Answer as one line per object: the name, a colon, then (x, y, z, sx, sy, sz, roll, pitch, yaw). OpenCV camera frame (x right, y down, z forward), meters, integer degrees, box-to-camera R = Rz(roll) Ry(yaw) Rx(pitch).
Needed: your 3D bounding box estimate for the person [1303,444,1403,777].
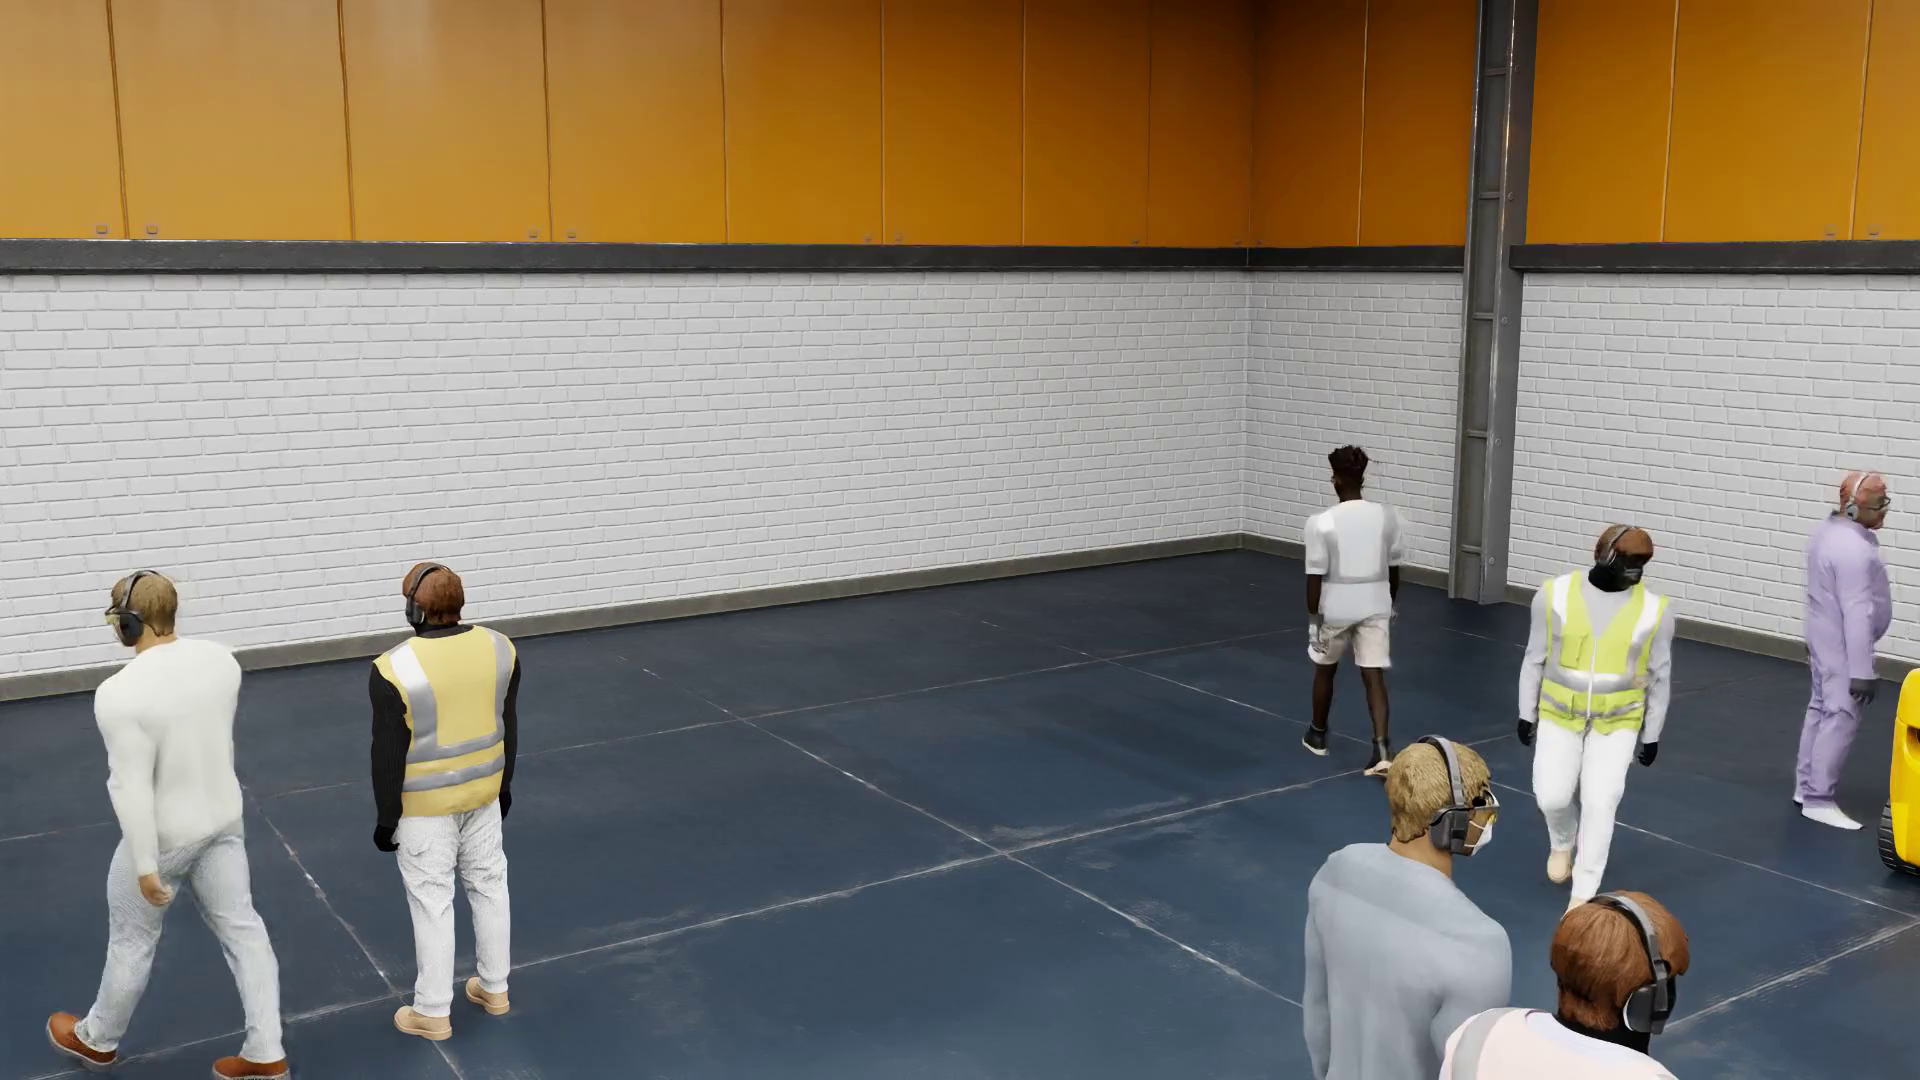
person: (2.302, 0.399, 9.748, 0.616, 1.933, 0.943, 0, 9, -1)

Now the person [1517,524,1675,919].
person: (2.875, 0.821, 7.571, 0.644, 1.805, 0.599, 4, 10, 24)

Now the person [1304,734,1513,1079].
person: (1.010, 1.384, 3.772, 0.356, 1.938, 0.633, -4, 10, -21)

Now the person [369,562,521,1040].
person: (-1.993, 0.993, 6.416, 0.429, 1.847, 0.625, 8, 12, 39)

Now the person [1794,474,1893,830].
person: (4.714, 0.578, 8.870, 0.407, 1.882, 0.746, 2, 10, 15)

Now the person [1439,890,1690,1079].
person: (1.186, 1.542, 3.118, 0.429, 1.844, 0.626, -6, 11, -32)

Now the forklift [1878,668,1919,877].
forklift: (5.511, 0.571, 7.906, 2.313, 2.155, 1.214, -6, 11, -33)

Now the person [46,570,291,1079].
person: (-2.874, 1.037, 5.997, 0.993, 1.886, 0.645, 4, 10, 21)
